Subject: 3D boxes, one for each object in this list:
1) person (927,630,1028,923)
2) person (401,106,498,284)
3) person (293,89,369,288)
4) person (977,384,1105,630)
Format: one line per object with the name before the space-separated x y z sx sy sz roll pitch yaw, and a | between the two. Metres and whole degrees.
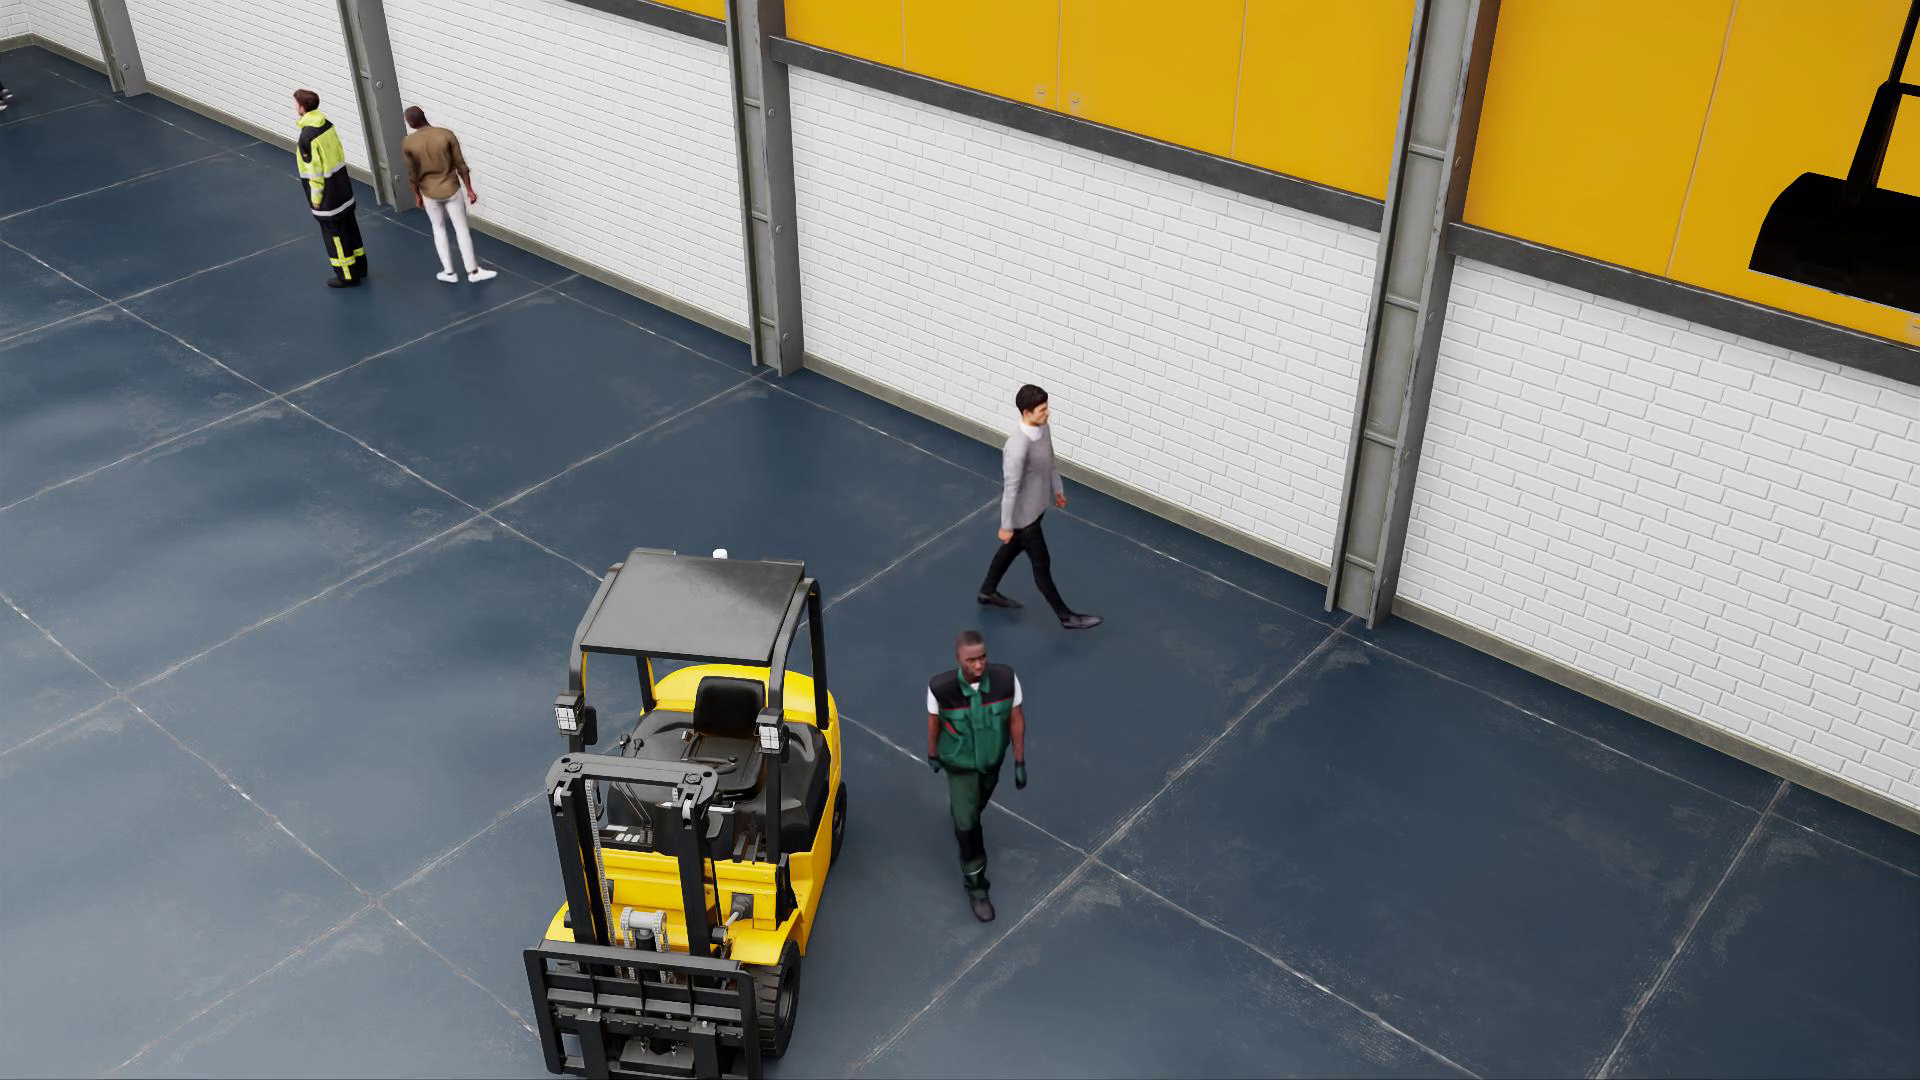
person | 0.058 1.201 9.513 1.092 1.800 1.282 -9 35 -14
person | -5.058 -3.396 16.443 0.900 1.786 0.906 0 34 0
person | -6.223 -3.467 16.374 0.884 1.980 0.874 3 34 4
person | 0.383 -0.225 11.602 1.325 1.864 1.039 12 35 17
